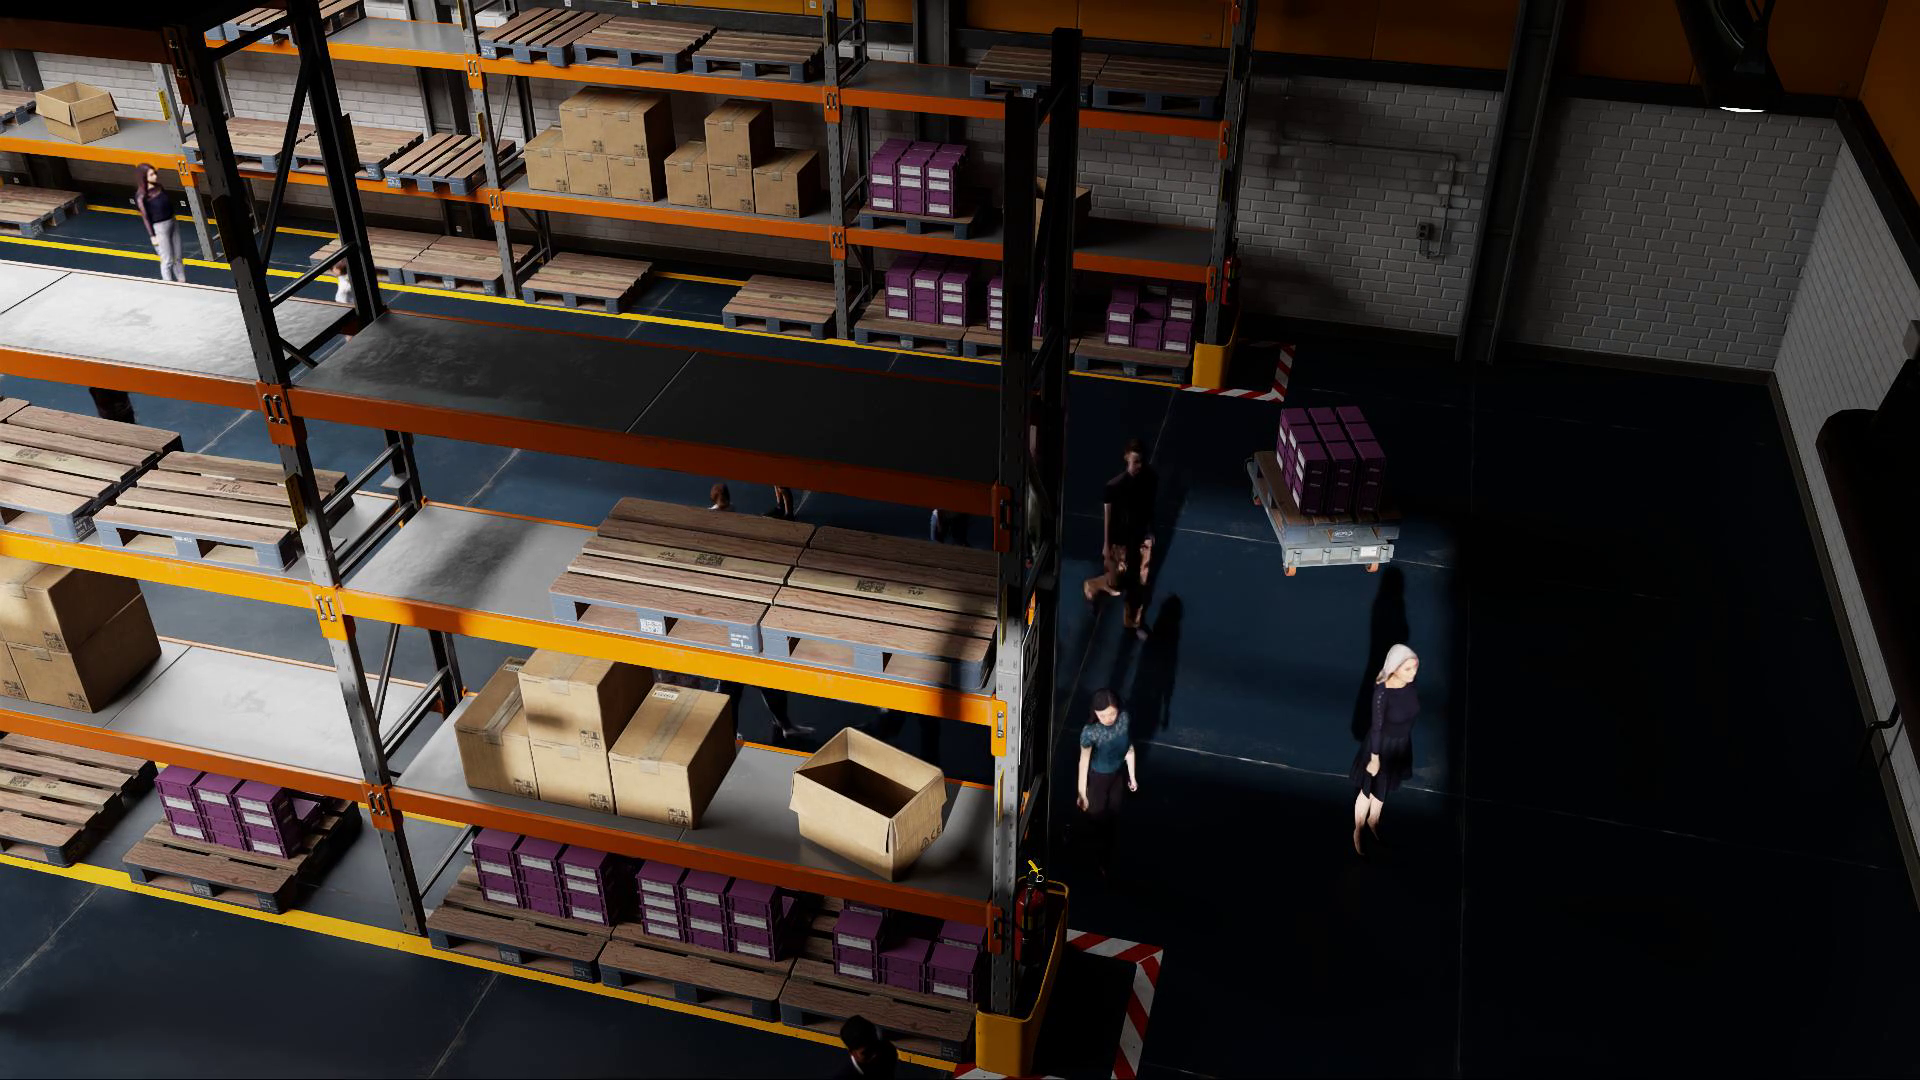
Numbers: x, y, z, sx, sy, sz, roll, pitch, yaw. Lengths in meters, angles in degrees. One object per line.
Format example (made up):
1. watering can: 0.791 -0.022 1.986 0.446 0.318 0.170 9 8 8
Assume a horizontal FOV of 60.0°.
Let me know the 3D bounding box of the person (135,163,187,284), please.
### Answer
1. person: -8.940 -3.470 18.687 0.598 1.611 0.619 5 34 7

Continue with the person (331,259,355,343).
1. person: -6.080 -2.158 16.761 0.549 1.557 0.564 3 34 5

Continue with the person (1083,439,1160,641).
1. person: 1.307 -0.057 13.362 0.967 1.821 1.032 -19 38 -26

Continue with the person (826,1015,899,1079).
1. person: -0.506 3.105 8.689 0.682 1.727 0.705 25 41 32

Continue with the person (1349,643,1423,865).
1. person: 2.876 1.420 11.206 0.697 1.747 0.733 -25 41 -32

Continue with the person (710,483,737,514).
1. person: -2.032 -0.060 14.103 0.647 1.005 0.767 -26 42 -34

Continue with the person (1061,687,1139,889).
1. person: 0.875 1.586 10.987 0.855 1.713 0.774 27 42 34
